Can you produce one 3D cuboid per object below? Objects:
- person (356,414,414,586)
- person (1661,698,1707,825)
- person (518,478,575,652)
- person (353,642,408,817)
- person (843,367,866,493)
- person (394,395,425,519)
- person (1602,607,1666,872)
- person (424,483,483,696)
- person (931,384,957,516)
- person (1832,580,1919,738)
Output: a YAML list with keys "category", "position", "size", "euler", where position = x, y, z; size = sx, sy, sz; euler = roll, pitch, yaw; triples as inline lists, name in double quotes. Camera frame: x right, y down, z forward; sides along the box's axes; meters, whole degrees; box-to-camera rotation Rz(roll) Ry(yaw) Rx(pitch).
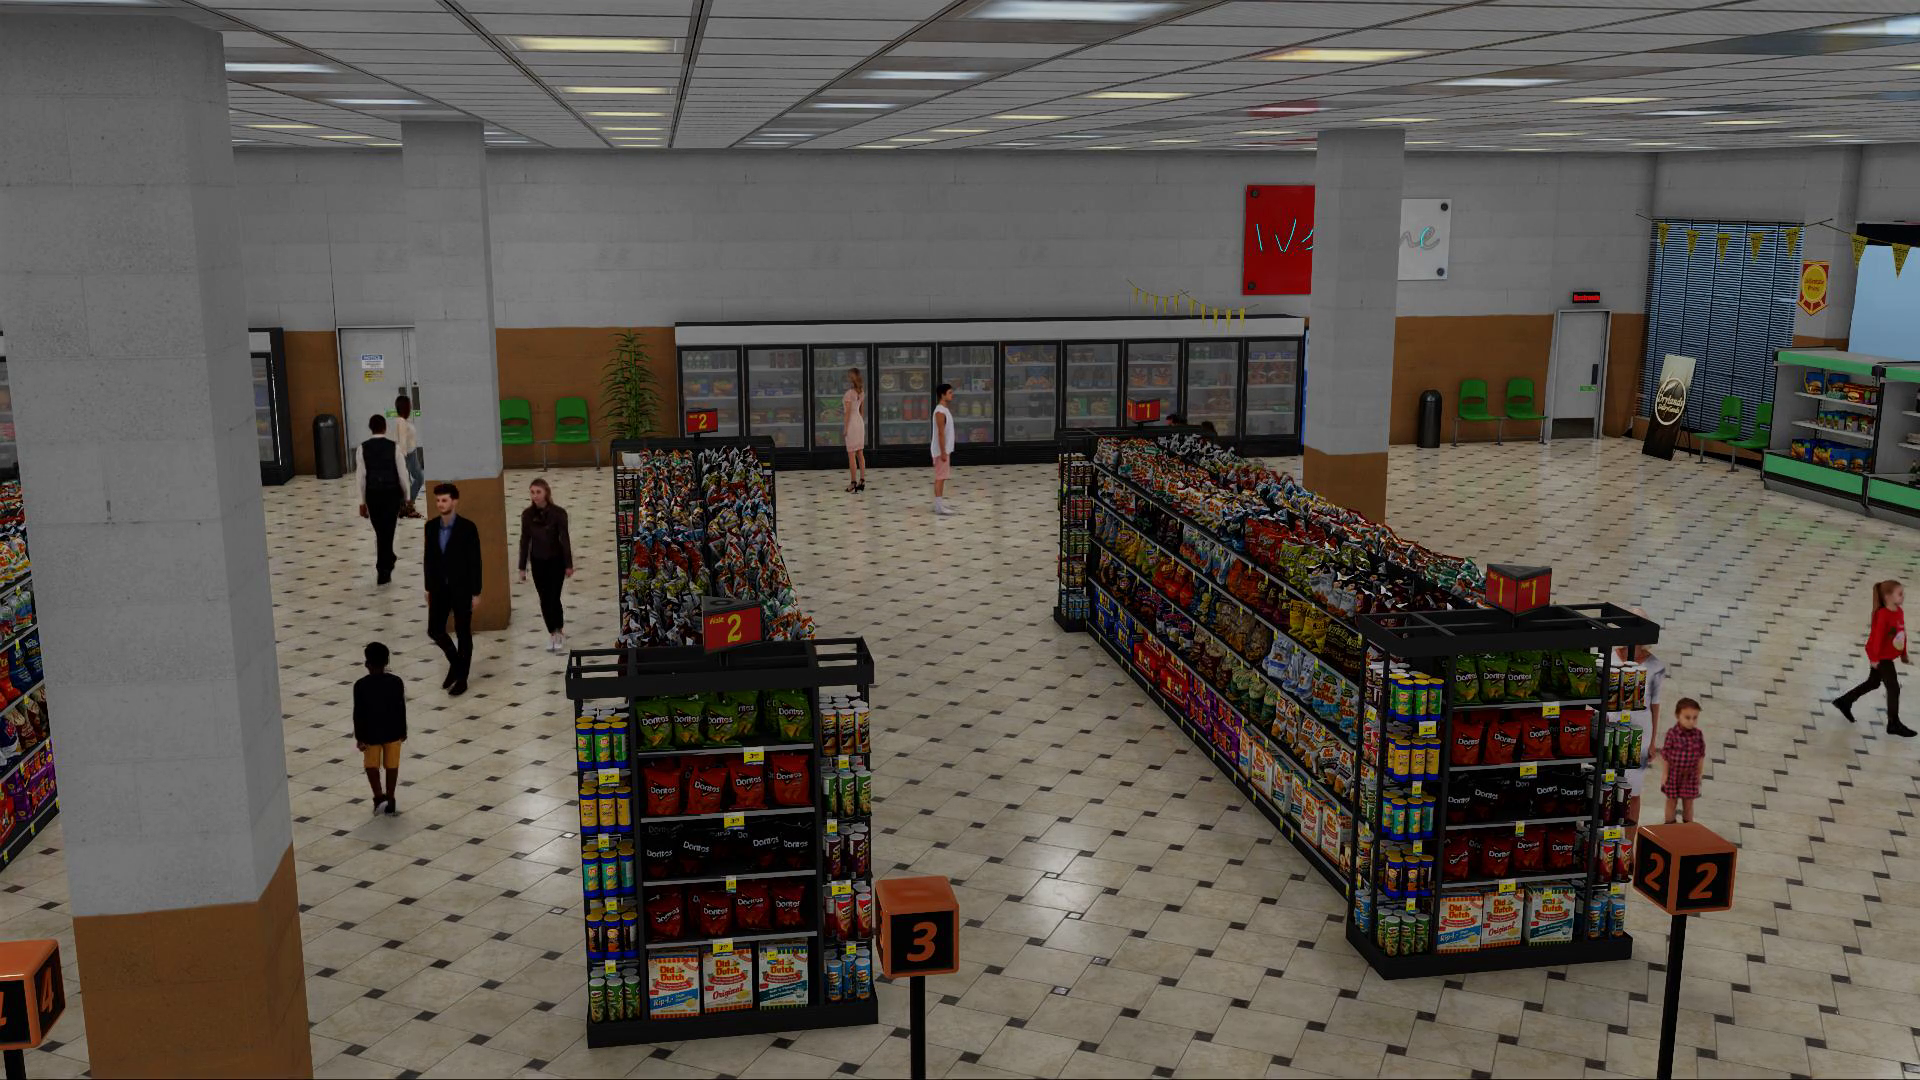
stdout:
- category: "person"
  position: [-6.456, -0.408, 18.590]
  size: [0.749, 1.858, 1.288]
  euler: [-1, 12, -7]
- category: "person"
  position: [4.898, 1.559, 11.282]
  size: [0.487, 1.021, 0.520]
  euler: [2, 12, 9]
- category: "person"
  position: [-3.934, 0.226, 15.991]
  size: [0.703, 1.688, 0.670]
  euler: [1, 12, 4]
- category: "person"
  position: [-4.053, 1.349, 11.690]
  size: [0.619, 1.263, 0.698]
  euler: [-7, 14, -29]
- category: "person"
  position: [-1.541, -1.622, 24.424]
  size: [0.697, 1.831, 0.639]
  euler: [8, 15, 35]
- category: "person"
  position: [-7.536, -1.105, 22.349]
  size: [0.741, 1.673, 0.615]
  euler: [-5, 13, -23]
- category: "person"
  position: [4.312, 1.284, 10.814]
  size: [0.630, 1.751, 0.628]
  euler: [3, 12, 13]
- category: "person"
  position: [-4.432, 0.406, 14.661]
  size: [0.806, 1.885, 0.792]
  euler: [2, 12, 11]
- category: "person"
  position: [-0.256, -1.247, 22.746]
  size: [0.747, 1.788, 0.592]
  euler: [1, 12, 3]
- category: "person"
  position: [7.502, 0.943, 13.611]
  size: [0.805, 1.266, 0.962]
  euler: [-11, 16, -43]
